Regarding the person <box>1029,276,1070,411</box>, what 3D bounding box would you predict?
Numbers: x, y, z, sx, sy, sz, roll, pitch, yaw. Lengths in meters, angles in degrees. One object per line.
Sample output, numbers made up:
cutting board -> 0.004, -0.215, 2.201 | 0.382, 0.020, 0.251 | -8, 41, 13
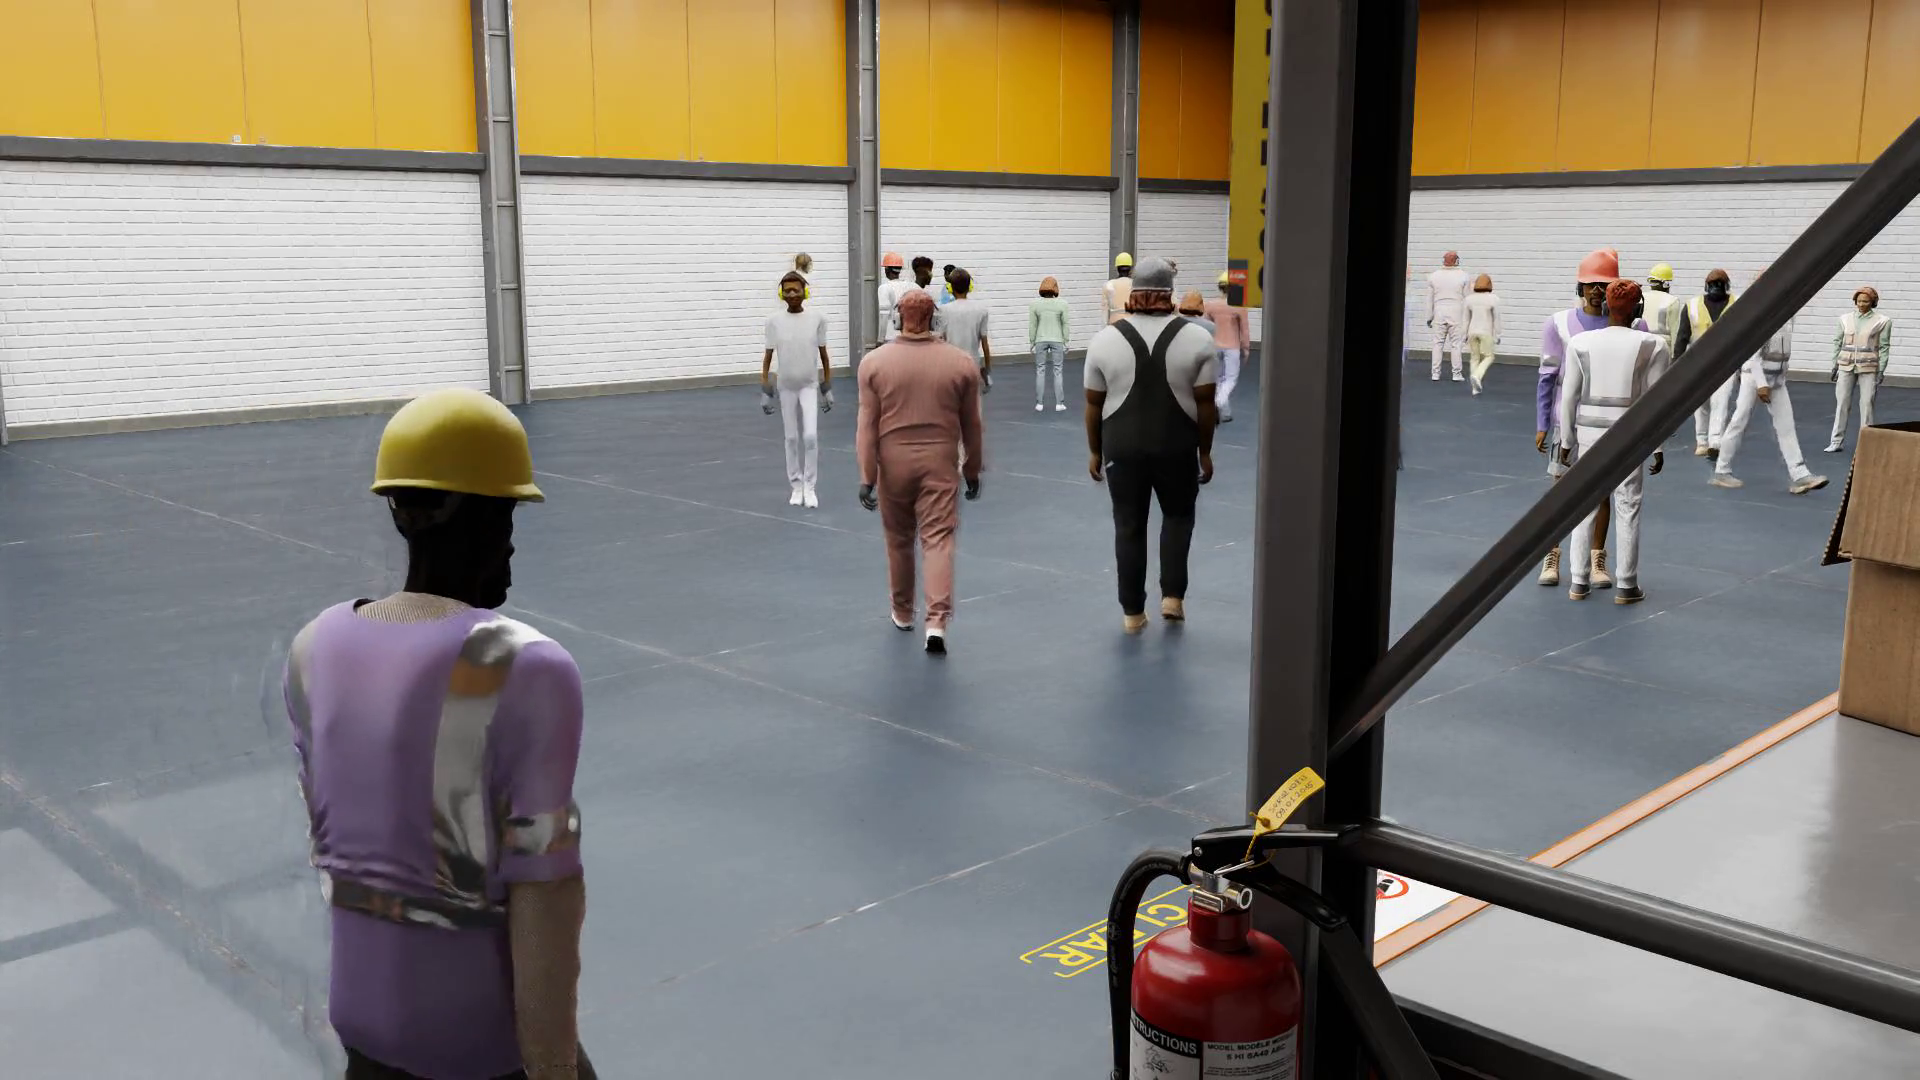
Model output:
person -> 1.088, -2.386, 20.268 | 0.498, 1.633, 0.279 | 2, 11, 9

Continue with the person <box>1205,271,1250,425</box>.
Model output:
person -> 2.979, -2.159, 18.748 | 0.532, 1.740, 0.755 | 6, 12, 30

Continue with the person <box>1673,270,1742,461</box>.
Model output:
person -> 7.147, -1.662, 15.861 | 0.661, 1.795, 0.930 | 6, 12, 29

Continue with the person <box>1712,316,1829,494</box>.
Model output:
person -> 6.734, -1.299, 13.802 | 0.581, 1.827, 0.998 | -5, 11, -24

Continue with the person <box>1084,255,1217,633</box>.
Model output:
person -> 1.020, -0.518, 8.970 | 0.704, 2.000, 0.562 | 1, 10, 8

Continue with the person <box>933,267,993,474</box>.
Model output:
person -> 0.022, -1.481, 14.722 | 0.540, 1.851, 0.669 | 0, 10, 1

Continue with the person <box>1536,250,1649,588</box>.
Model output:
person -> 3.803, -0.716, 10.043 | 0.614, 2.041, 0.393 | 3, 11, 14

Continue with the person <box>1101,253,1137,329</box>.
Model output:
person -> 2.081, -2.692, 21.196 | 0.588, 1.894, 0.892 | 1, 10, 4

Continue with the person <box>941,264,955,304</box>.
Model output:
person -> -0.118, -3.363, 25.440 | 0.318, 1.691, 0.529 | -8, 13, -38

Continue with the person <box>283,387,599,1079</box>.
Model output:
person -> -0.737, 0.703, 2.718 | 0.615, 1.887, 0.846 | 6, 12, 28

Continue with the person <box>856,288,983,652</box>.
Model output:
person -> -0.205, -0.372, 8.663 | 0.665, 1.867, 0.981 | -1, 10, -5

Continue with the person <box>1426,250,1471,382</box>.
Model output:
person -> 7.159, -3.272, 24.350 | 0.636, 1.910, 0.404 | 5, 12, 27

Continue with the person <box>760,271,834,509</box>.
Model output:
person -> -1.278, -1.163, 12.998 | 0.572, 1.845, 0.696 | -1, 10, -3

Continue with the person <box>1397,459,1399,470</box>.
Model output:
person -> 3.764, -1.584, 15.121 | 0.607, 1.912, 0.561 | 4, 11, 19

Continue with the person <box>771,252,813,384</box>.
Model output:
person -> -2.242, -2.913, 22.376 | 0.569, 1.911, 0.662 | -5, 11, -24

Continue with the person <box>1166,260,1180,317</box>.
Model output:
person -> 2.818, -2.930, 22.821 | 0.985, 1.791, 0.526 | -5, 11, -24

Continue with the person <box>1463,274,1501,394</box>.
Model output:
person -> 6.954, -2.744, 22.236 | 0.522, 1.619, 0.450 | 9, 13, 39

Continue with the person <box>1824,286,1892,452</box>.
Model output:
person -> 8.773, -1.649, 16.238 | 0.308, 1.639, 0.510 | -10, 14, -44

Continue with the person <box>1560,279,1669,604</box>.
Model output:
person -> 3.793, -0.568, 9.671 | 0.586, 1.882, 0.341 | 6, 12, 31

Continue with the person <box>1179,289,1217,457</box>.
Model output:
person -> 2.186, -1.575, 15.882 | 0.526, 1.620, 0.393 | 3, 11, 14

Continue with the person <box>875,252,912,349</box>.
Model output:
person -> -0.774, -2.403, 19.524 | 0.543, 1.939, 0.362 | -10, 15, -44

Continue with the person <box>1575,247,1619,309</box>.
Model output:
person -> 7.080, -2.215, 18.348 | 0.611, 1.995, 0.380 | 6, 12, 28

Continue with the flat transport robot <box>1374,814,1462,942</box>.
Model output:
flat transport robot -> 1.173, 1.123, 4.850 | 0.652, 0.197, 1.431 | 7, 13, 34

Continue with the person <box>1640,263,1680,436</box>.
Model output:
person -> 7.405, -2.014, 17.692 | 0.404, 1.833, 0.588 | -7, 13, -34

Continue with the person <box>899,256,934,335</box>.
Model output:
person -> -0.449, -2.228, 18.706 | 1.025, 1.895, 0.640 | 1, 10, 7
